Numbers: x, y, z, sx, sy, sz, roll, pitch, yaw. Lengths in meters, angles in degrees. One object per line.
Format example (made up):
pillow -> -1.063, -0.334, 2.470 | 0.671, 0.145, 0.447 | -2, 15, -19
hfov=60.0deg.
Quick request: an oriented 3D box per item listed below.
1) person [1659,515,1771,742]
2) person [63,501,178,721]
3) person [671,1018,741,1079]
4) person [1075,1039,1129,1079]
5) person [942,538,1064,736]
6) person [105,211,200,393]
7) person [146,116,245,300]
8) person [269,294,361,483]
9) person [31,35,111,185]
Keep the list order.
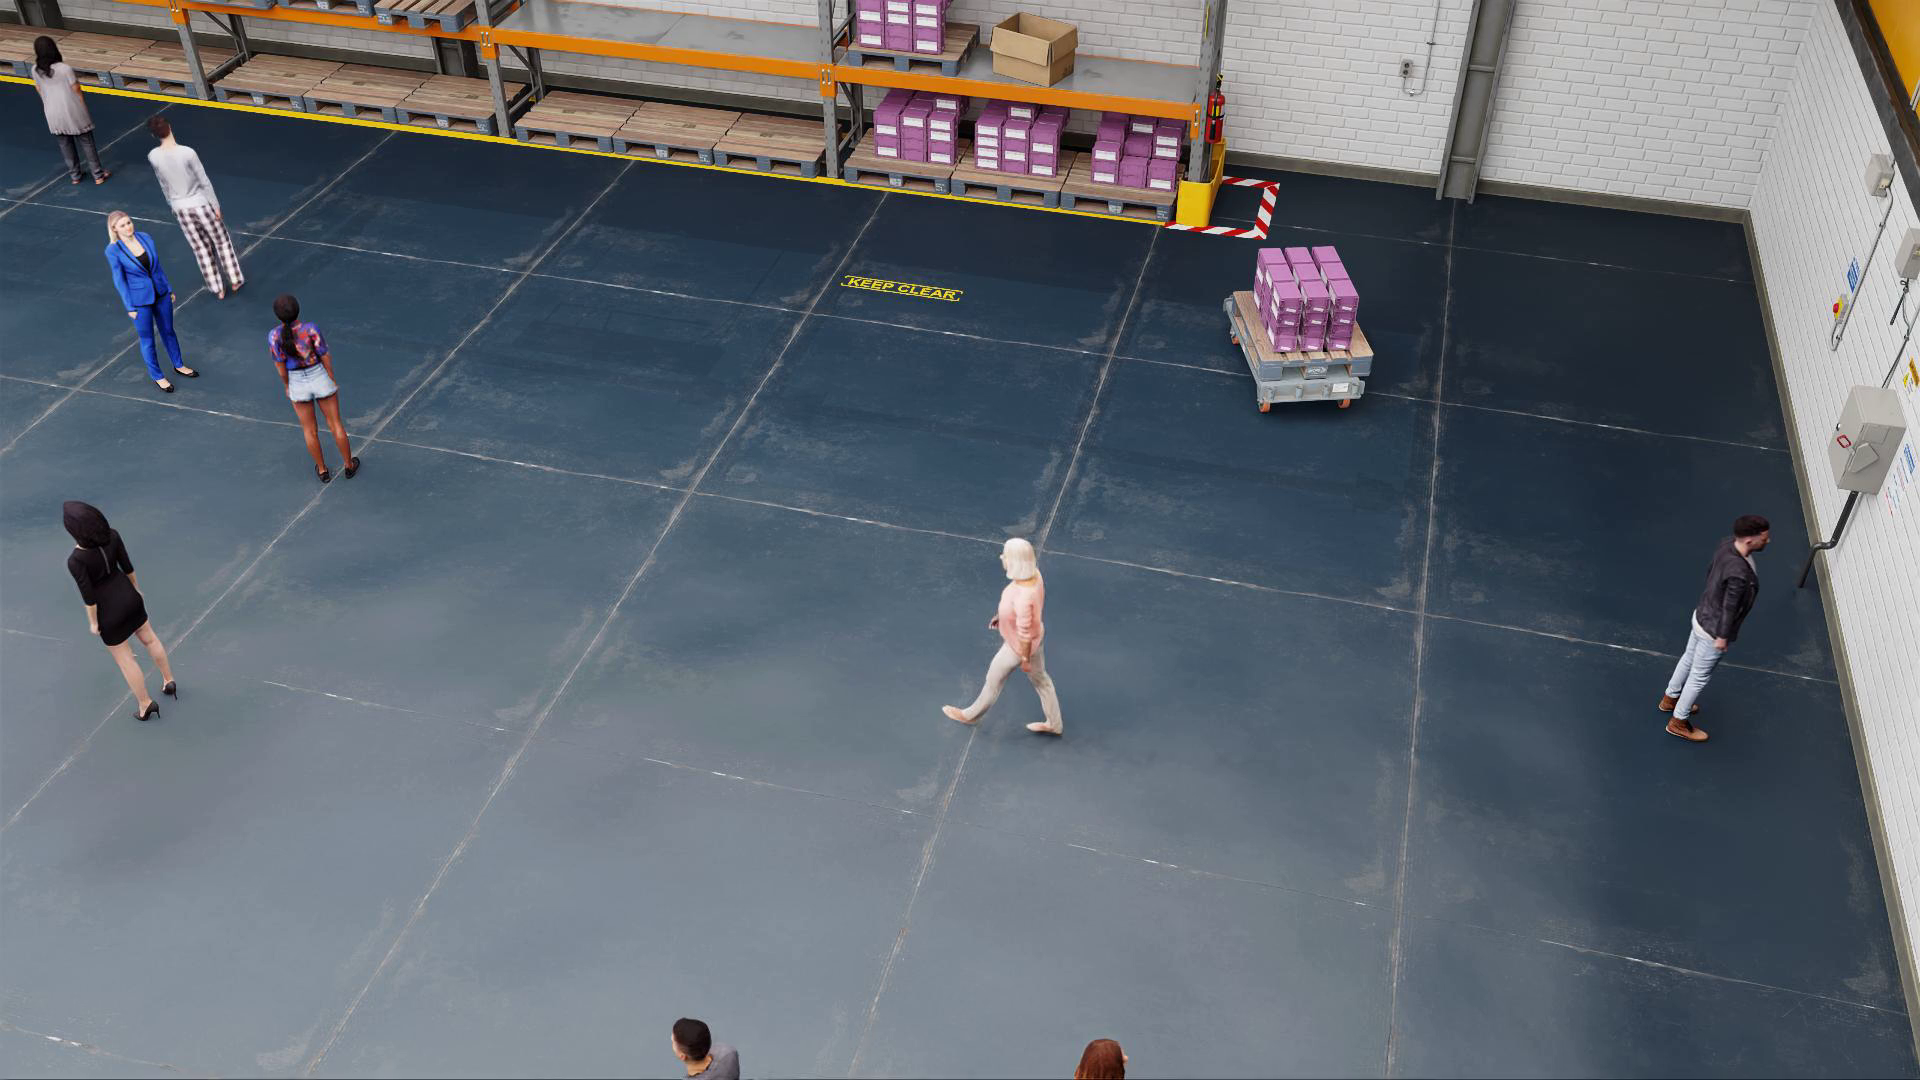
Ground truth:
person -> 5.105, 0.563, 11.255 | 0.552, 1.836, 0.663 | 6, 39, 8
person -> -5.763, 0.482, 11.381 | 0.507, 1.804, 0.618 | 13, 41, 16
person -> -1.160, 3.017, 8.251 | 0.736, 1.749, 0.690 | 16, 41, 19
person -> 0.669, 3.023, 8.274 | 0.678, 1.712, 0.647 | -11, 40, -14
person -> 0.505, 0.691, 11.219 | 1.069, 1.682, 0.624 | 8, 39, 10
person -> -7.216, -2.142, 14.750 | 0.633, 1.700, 0.673 | 20, 43, 24
person -> -7.325, -3.159, 15.930 | 0.752, 1.817, 0.874 | 4, 39, 5
person -> -5.311, -1.251, 13.602 | 0.619, 1.742, 0.727 | -11, 40, -13
person -> -9.654, -4.636, 17.949 | 0.681, 1.606, 0.767 | -1, 39, -1
